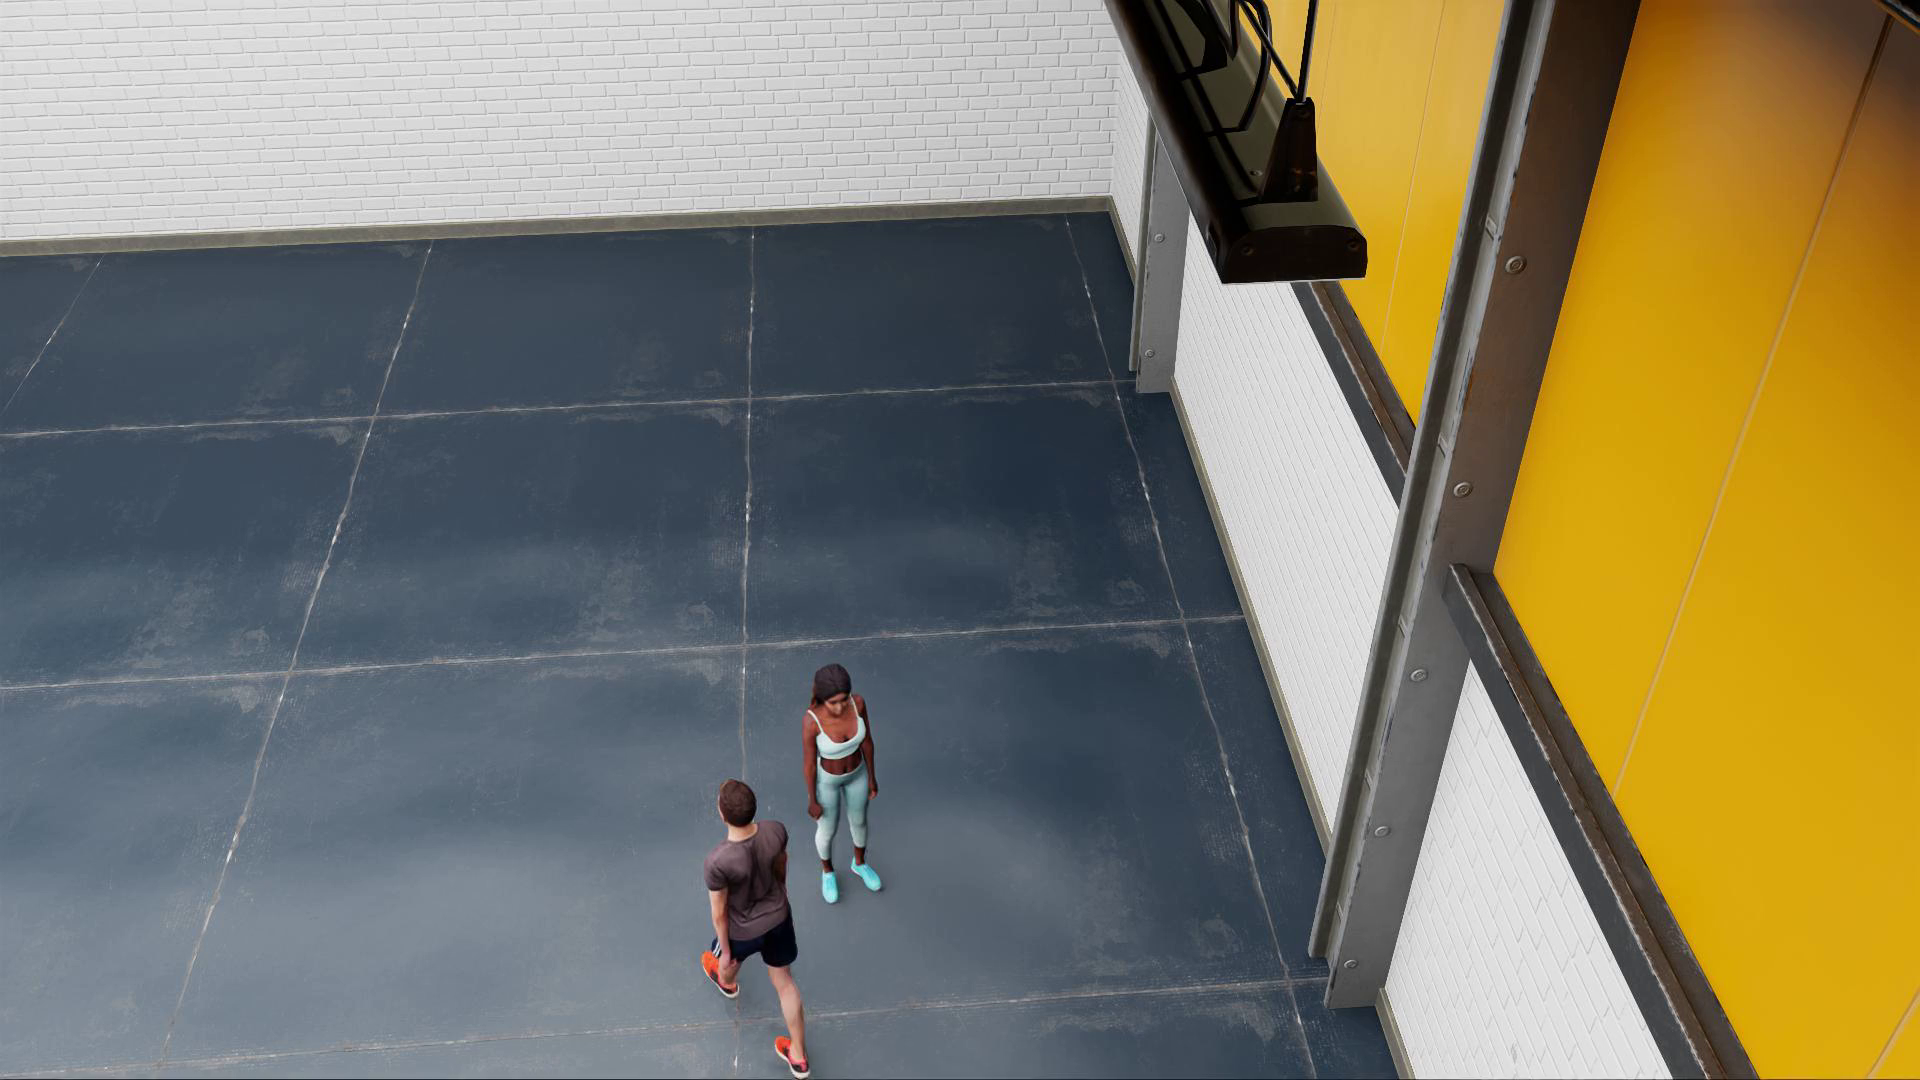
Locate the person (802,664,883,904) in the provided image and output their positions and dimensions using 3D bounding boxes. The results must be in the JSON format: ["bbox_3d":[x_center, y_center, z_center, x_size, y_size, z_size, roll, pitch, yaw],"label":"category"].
[{"bbox_3d":[-0.658,1.311,9.092,0.643,1.723,0.649,-18,42,-21],"label":"person"}]

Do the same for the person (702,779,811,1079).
[{"bbox_3d":[-0.963,1.952,8.229,1.091,1.799,1.278,-26,46,-29],"label":"person"}]
